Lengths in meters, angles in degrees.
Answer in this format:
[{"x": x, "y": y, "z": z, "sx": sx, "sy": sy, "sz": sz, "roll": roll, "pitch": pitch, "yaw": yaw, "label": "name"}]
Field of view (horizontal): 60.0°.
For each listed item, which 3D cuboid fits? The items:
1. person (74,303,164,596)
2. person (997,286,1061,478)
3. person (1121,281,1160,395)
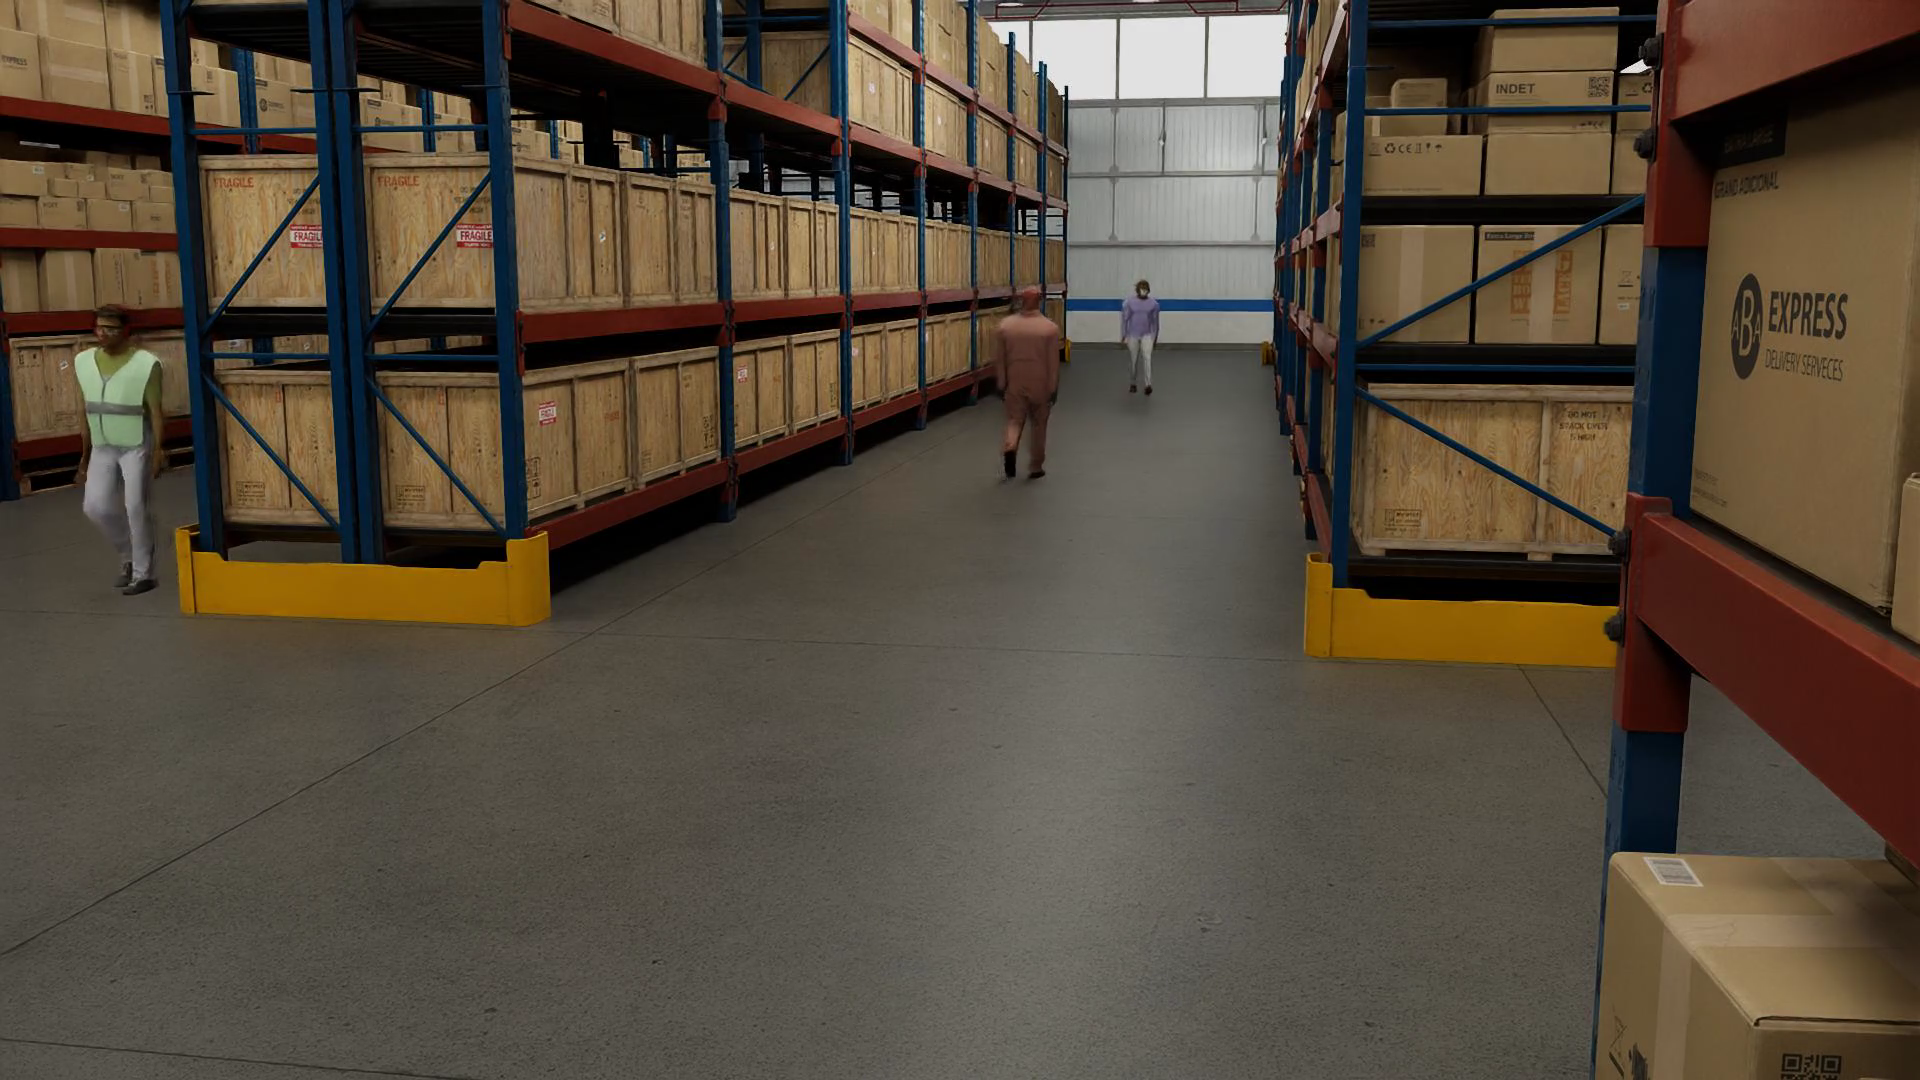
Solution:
[{"x": -5.251, "y": -0.562, "z": 10.413, "sx": 0.589, "sy": 1.826, "sz": 0.447, "roll": 1, "pitch": 9, "yaw": 7, "label": "person"}, {"x": 0.662, "y": -1.517, "z": 16.152, "sx": 0.662, "sy": 1.890, "sz": 0.642, "roll": 3, "pitch": 10, "yaw": 18, "label": "person"}, {"x": 2.993, "y": -3.356, "z": 27.621, "sx": 0.650, "sy": 1.887, "sz": 1.040, "roll": 0, "pitch": 9, "yaw": 2, "label": "person"}]
